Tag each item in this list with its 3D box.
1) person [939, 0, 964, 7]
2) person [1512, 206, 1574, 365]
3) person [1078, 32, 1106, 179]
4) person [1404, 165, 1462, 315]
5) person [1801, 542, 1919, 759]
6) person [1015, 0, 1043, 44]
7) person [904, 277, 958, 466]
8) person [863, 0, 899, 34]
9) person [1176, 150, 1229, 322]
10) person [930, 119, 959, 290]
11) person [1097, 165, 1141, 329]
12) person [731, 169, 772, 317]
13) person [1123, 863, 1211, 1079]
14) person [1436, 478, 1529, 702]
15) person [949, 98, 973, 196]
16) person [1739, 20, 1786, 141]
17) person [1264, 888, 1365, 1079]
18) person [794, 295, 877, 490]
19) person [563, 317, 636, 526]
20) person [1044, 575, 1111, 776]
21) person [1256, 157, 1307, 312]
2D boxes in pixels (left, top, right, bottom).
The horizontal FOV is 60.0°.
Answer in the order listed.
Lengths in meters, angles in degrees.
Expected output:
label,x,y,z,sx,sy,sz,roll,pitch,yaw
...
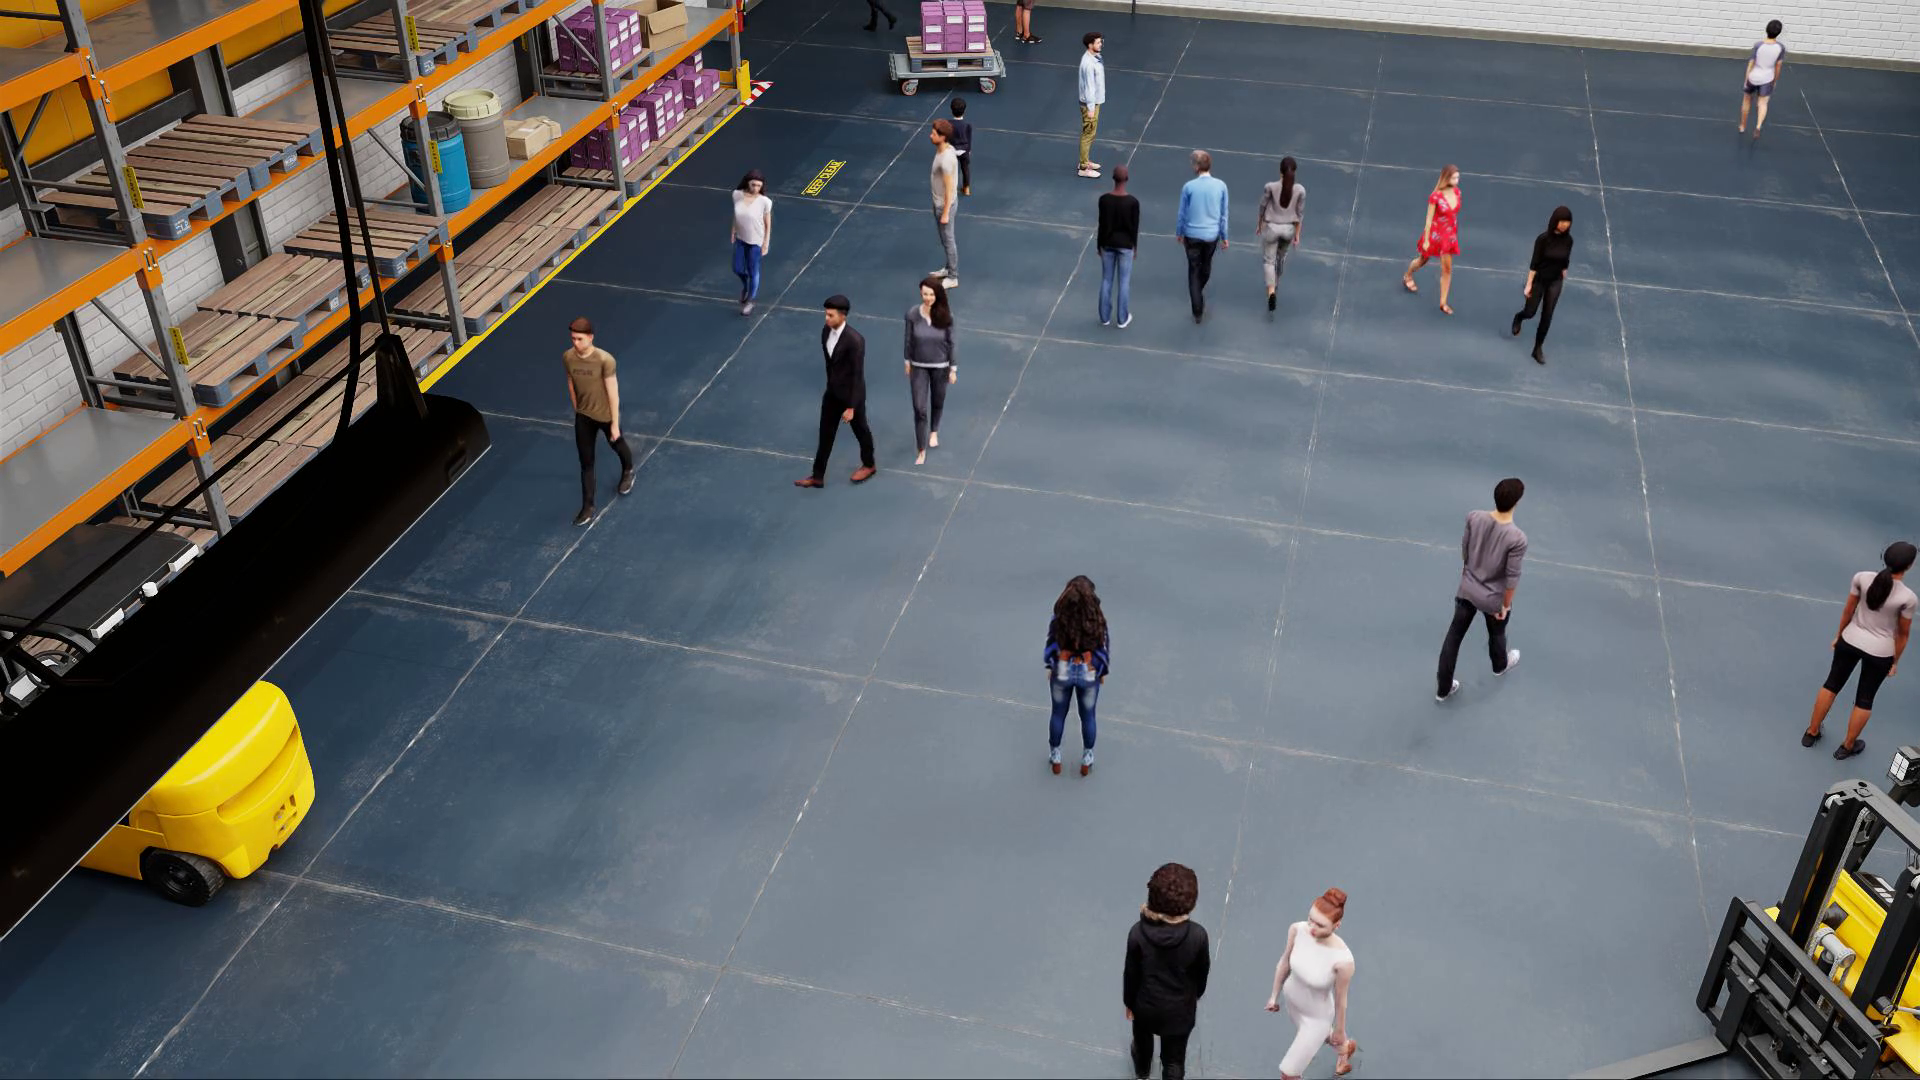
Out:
label,x,y,z,sx,sy,sz,roll,pitch,yaw
person,-0.207,-9.670,27.230,0.790,1.867,0.776,28,43,35
person,5.899,-2.632,16.857,0.733,1.628,0.945,-1,34,-2
person,1.640,-5.523,21.040,0.775,1.812,0.565,3,34,4
person,5.100,-3.283,17.904,0.976,1.554,1.140,-12,35,-17
person,6.327,0.758,11.637,0.774,1.762,0.731,-25,41,-32
person,1.018,-8.674,25.736,0.823,1.862,0.741,-14,36,-20
person,-0.273,-1.626,15.239,0.806,1.744,1.018,-1,34,-1
person,-1.257,-8.799,25.991,0.893,1.788,0.988,21,39,29
person,2.553,-3.178,17.560,0.904,1.759,1.216,1,34,1
person,-0.159,-3.680,18.194,0.790,1.893,0.604,-2,34,-4
person,1.644,-3.071,17.412,0.616,1.745,0.564,11,35,16
person,-2.177,-3.174,17.656,0.694,1.647,0.673,16,37,23
person,1.097,2.548,8.963,0.778,1.741,1.196,3,34,5
person,3.762,0.406,12.116,1.030,1.817,1.194,29,43,36
person,-0.016,-4.862,20.578,0.568,1.223,0.587,-7,34,-10
person,10.694,-6.126,22.186,0.601,1.547,0.922,11,35,15
person,1.963,2.516,8.998,1.165,1.754,1.038,-22,39,-29
person,-0.927,-1.319,14.685,1.208,1.846,1.056,-28,43,-36
person,-3.079,-1.107,14.401,0.688,1.807,1.211,8,34,12
person,0.799,0.932,11.503,0.642,1.619,0.588,4,34,6
person,3.394,-3.236,17.750,0.794,1.646,1.119,0,34,0
